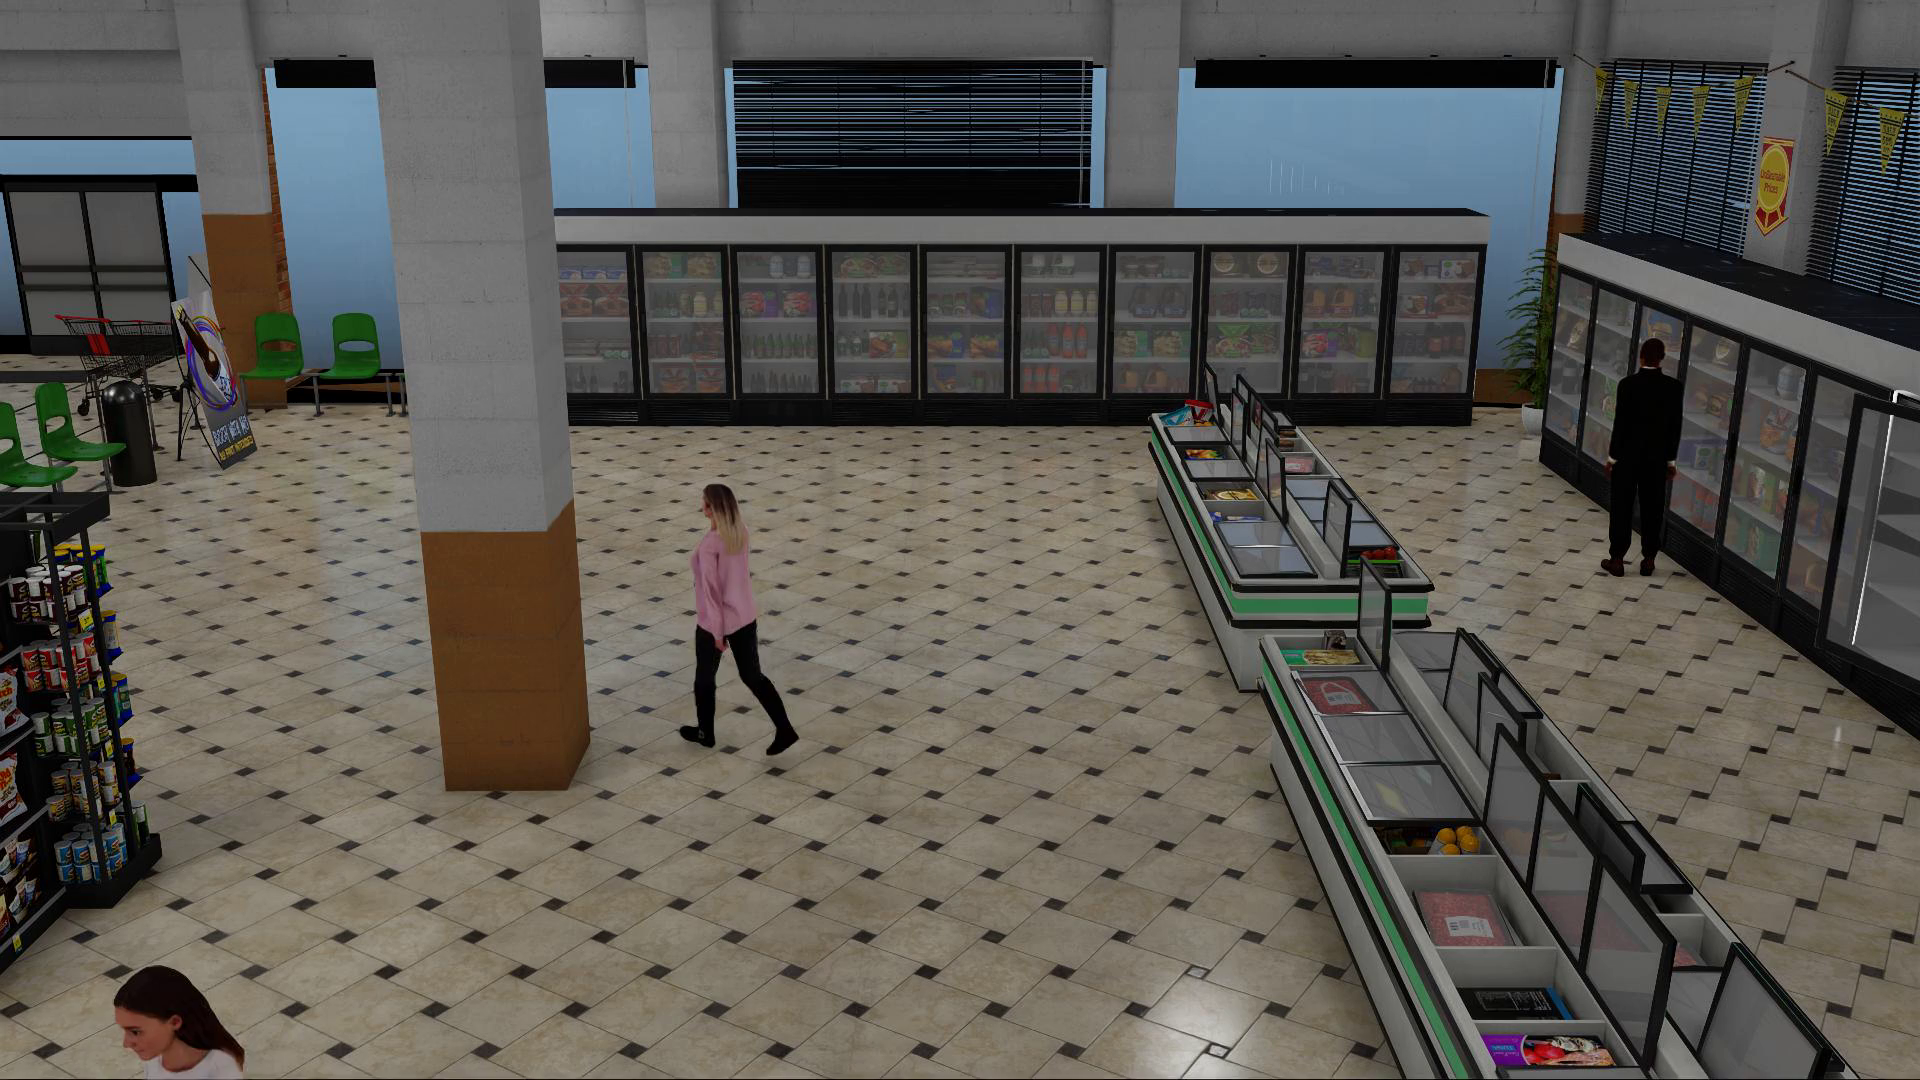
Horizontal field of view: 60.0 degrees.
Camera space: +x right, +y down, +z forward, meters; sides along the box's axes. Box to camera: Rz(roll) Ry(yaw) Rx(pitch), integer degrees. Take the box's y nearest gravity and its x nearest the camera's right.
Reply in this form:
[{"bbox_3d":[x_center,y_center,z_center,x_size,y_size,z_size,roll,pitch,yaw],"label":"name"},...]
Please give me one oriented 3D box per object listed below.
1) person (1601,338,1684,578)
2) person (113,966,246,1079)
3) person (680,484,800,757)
[{"bbox_3d":[5.400,-0.655,13.177,0.730,1.902,0.658,3,17,8],"label":"person"},{"bbox_3d":[-2.112,1.967,4.942,0.875,1.670,0.963,9,19,28],"label":"person"},{"bbox_3d":[-1.295,0.499,9.794,1.050,1.659,1.093,11,20,33],"label":"person"}]
